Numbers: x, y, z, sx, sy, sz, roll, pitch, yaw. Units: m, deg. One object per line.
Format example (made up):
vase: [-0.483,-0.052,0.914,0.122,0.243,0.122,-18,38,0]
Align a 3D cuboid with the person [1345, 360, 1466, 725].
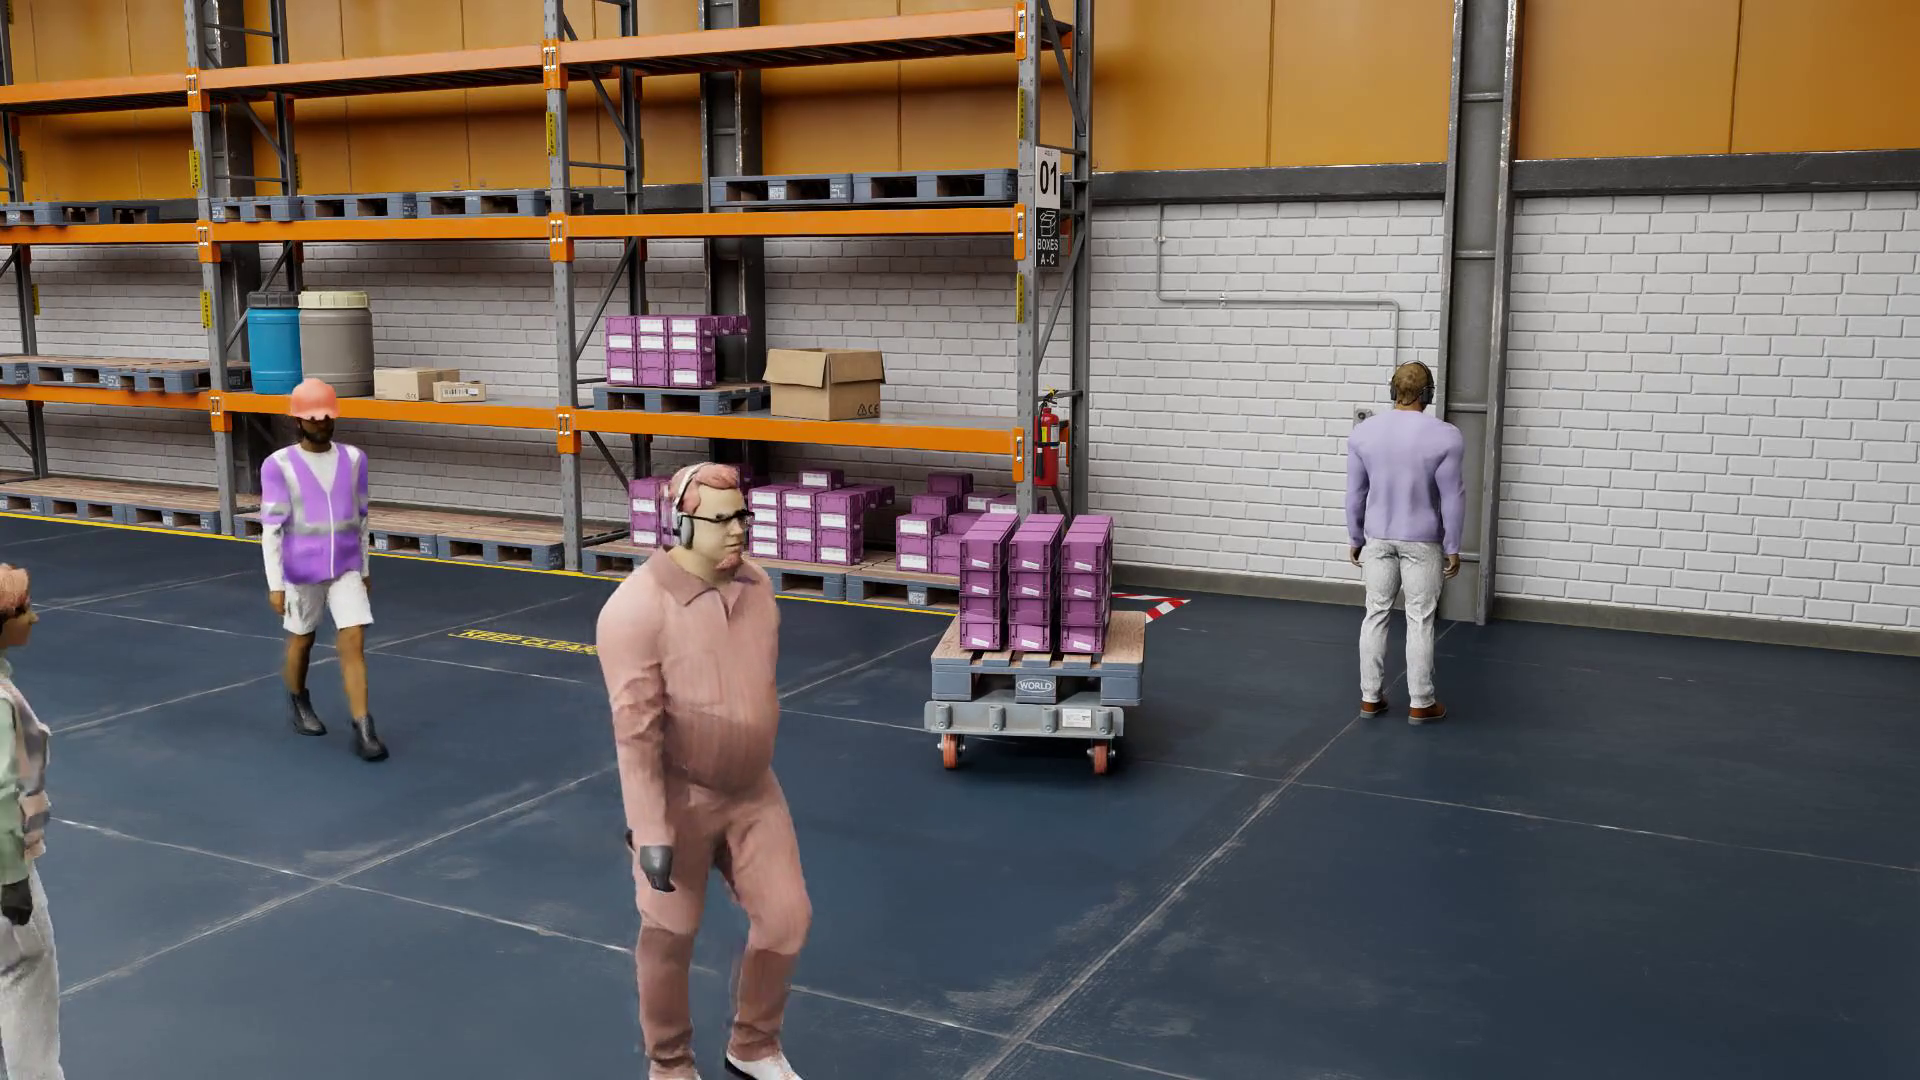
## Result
person: [2.369,0.014,8.876,0.635,1.937,0.354,6,11,33]

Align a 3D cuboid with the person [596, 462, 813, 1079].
person: [-0.678,0.729,4.624,0.588,1.889,0.641,8,12,41]

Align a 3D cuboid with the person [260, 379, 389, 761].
person: [-3.220,0.129,8.354,0.565,1.887,1.008,-8,12,-39]

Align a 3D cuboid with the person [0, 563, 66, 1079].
person: [-2.694,0.873,4.527,0.512,1.621,0.536,-7,12,-38]
